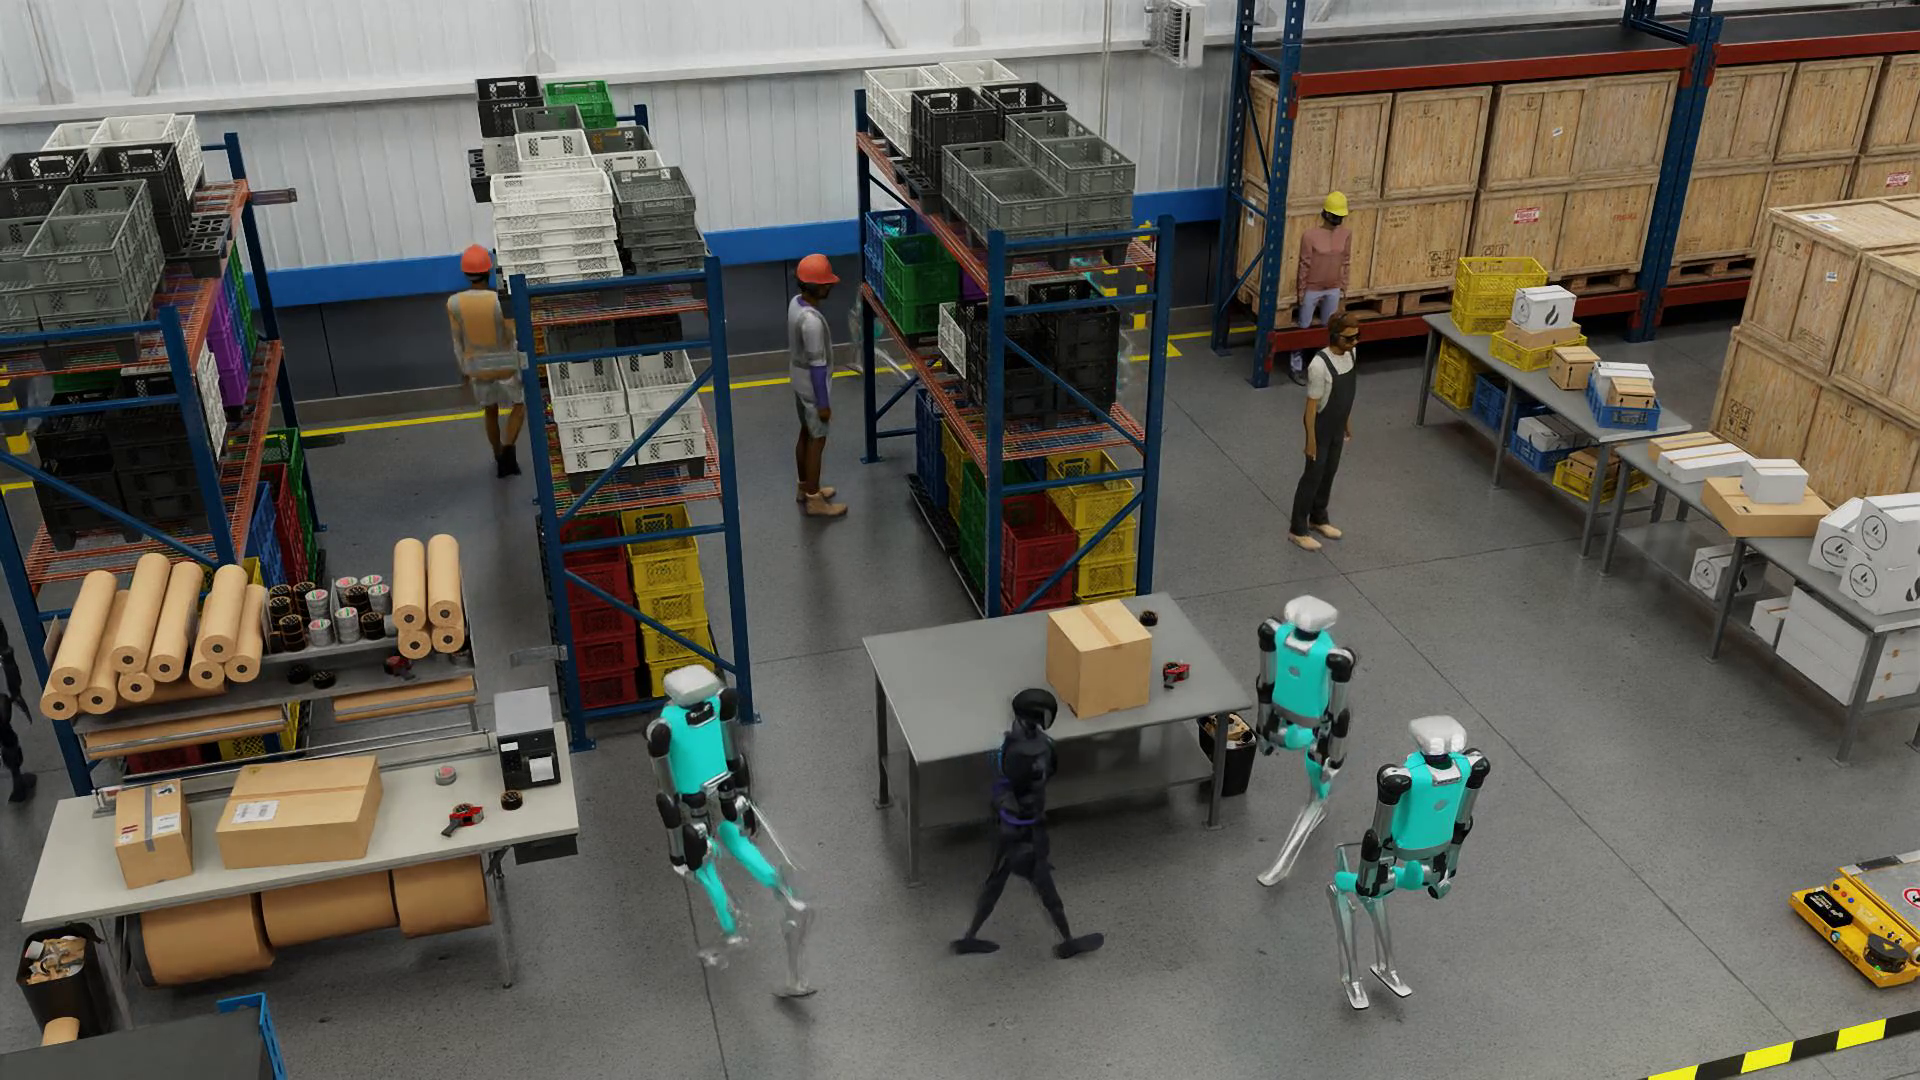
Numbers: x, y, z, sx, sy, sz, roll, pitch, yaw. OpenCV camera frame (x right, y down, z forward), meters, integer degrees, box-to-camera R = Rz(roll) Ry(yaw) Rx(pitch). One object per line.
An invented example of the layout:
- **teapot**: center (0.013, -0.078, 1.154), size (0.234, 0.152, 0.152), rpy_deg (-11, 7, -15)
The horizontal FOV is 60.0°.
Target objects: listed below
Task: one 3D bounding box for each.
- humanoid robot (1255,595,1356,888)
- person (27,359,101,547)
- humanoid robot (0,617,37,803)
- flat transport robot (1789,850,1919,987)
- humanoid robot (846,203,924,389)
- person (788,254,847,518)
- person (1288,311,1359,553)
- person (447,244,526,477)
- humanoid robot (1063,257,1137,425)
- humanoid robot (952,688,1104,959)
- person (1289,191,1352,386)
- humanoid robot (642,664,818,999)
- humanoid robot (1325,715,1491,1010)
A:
- **humanoid robot**: center (1.909, 0.991, 8.860), size (0.532, 1.746, 1.011), rpy_deg (23, 36, 35)
- **person**: center (-6.557, -0.765, 12.050), size (0.524, 1.722, 0.451), rpy_deg (25, 37, 37)
- **humanoid robot**: center (-5.475, 0.854, 9.155), size (0.600, 1.637, 0.617), rpy_deg (-10, 30, -18)
- **flat transport robot**: center (5.163, 1.916, 8.676), size (1.431, 0.231, 0.659), rpy_deg (-8, 30, -14)
- **humanoid robot**: center (-0.751, -2.124, 14.534), size (1.047, 1.732, 0.540), rpy_deg (17, 33, 27)
- **person**: center (-1.065, -1.153, 12.421), size (0.393, 2.038, 0.613), rpy_deg (-9, 30, -16)
- **person**: center (2.642, -0.792, 11.979), size (0.334, 1.839, 0.508), rpy_deg (24, 37, 36)
- **person**: center (-3.632, -1.350, 12.895), size (0.560, 1.924, 0.464), rpy_deg (2, 29, 4)
- **humanoid robot**: center (1.181, -1.632, 13.715), size (0.767, 1.871, 0.541), rpy_deg (4, 29, 8)
- **humanoid robot**: center (0.336, 1.396, 8.207), size (0.767, 1.627, 0.614), rpy_deg (-6, 29, -11)
- **person**: center (3.200, -2.216, 14.650), size (0.524, 1.760, 0.336), rpy_deg (-10, 30, -17)
- **humanoid robot**: center (-0.997, 1.508, 7.944), size (0.994, 1.769, 0.551), rpy_deg (22, 36, 35)
- **humanoid robot**: center (2.029, 1.438, 7.880), size (0.533, 1.677, 0.735), rpy_deg (-8, 30, -15)
